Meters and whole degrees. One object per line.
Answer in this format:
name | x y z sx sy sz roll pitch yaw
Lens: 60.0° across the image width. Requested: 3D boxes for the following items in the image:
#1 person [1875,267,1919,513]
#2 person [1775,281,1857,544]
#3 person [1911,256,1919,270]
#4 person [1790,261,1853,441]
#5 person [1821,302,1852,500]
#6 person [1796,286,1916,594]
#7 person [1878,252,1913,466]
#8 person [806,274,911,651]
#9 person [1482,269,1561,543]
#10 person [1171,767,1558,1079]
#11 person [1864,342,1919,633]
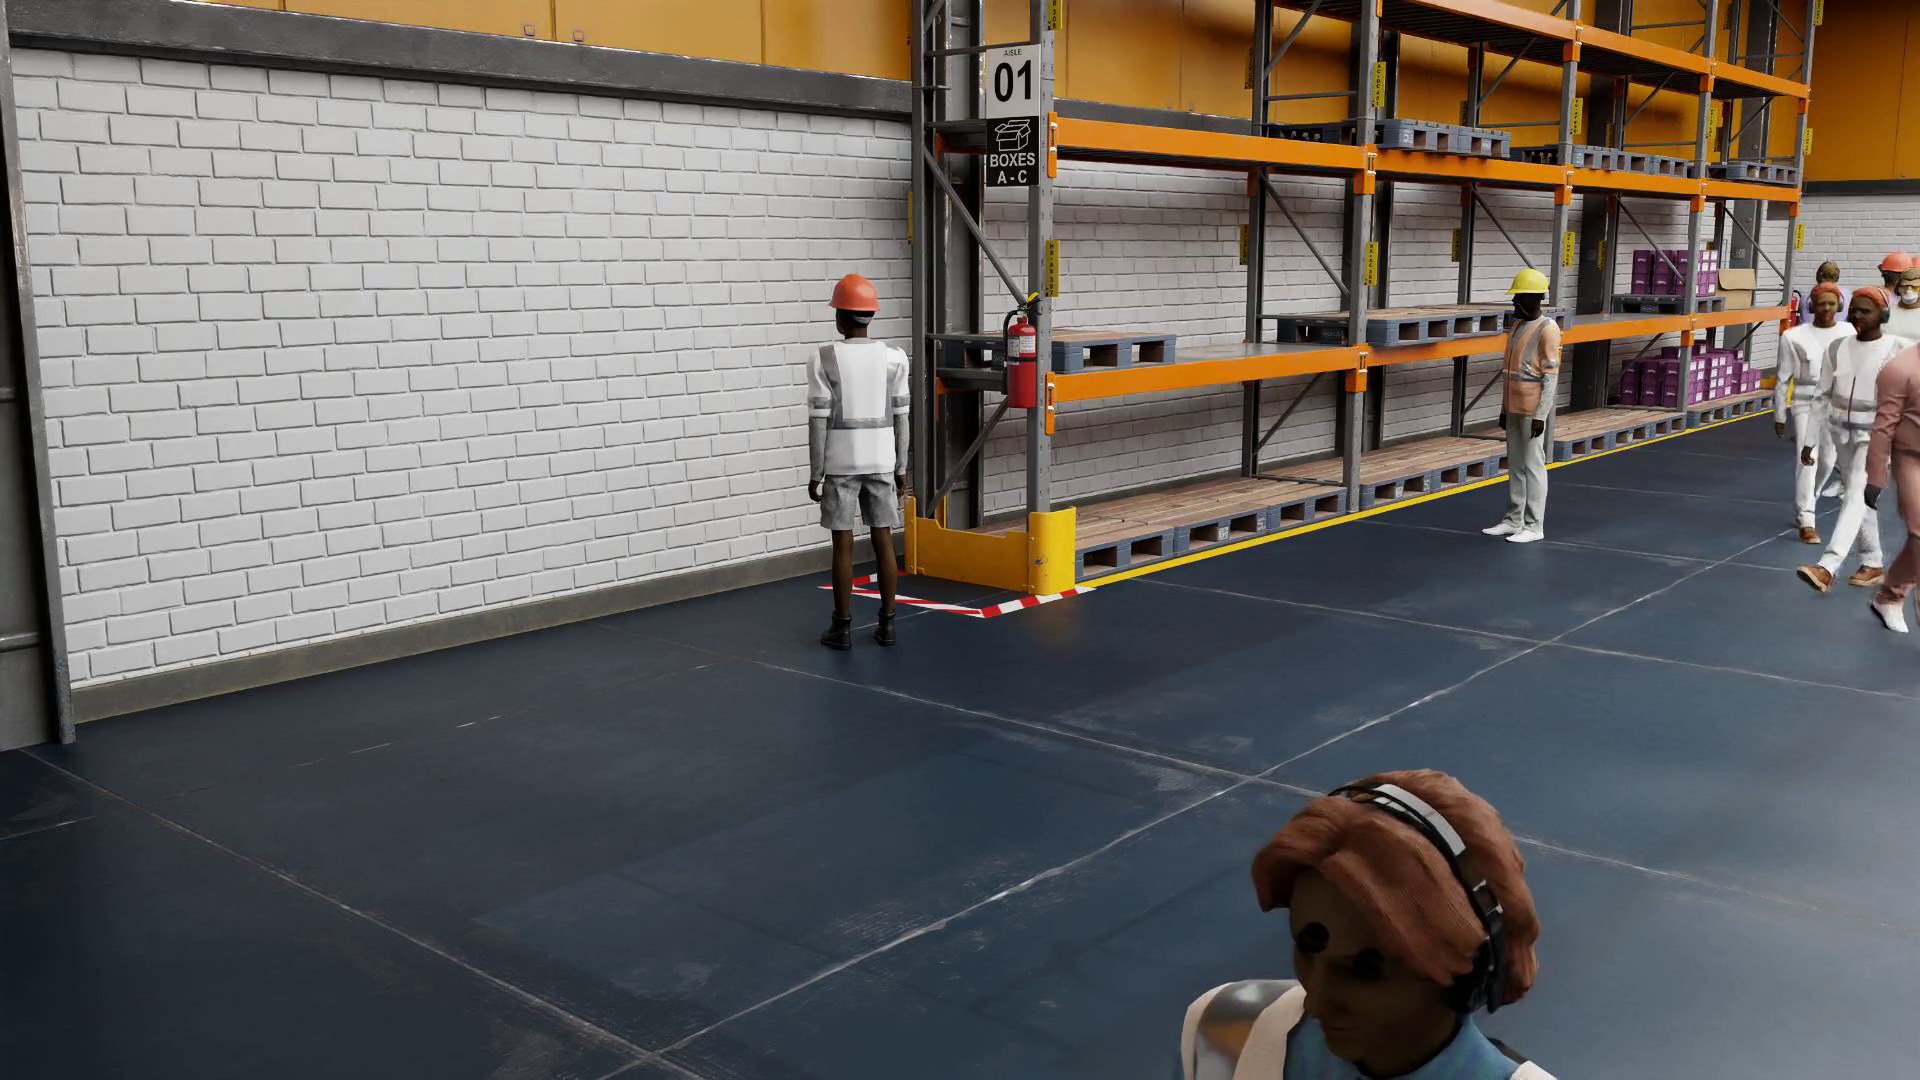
person | 7.390 -1.165 13.049 0.622 1.932 0.368 9 13 40
person | 6.164 -0.933 11.957 0.574 1.852 0.909 2 10 11
person | 11.164 -2.332 19.528 0.643 1.976 0.427 2 10 14
person | 9.214 -2.004 17.785 0.630 1.940 0.373 -1 10 -7
person | 7.341 -1.179 13.653 0.453 1.727 0.506 -3 11 -19
person | 5.356 -0.592 10.016 0.977 1.834 0.607 -5 11 -27
person | 8.858 -1.718 15.892 0.395 2.037 0.605 8 13 40
person | -0.529 -0.394 8.608 0.548 1.942 0.344 -3 11 -19
person | 4.001 -0.945 11.783 0.363 1.928 0.587 -2 10 -10
person | 0.380 0.995 1.558 0.512 1.639 0.312 9 14 43
person | 5.079 -0.357 8.676 0.650 1.857 0.993 -1 10 -5
